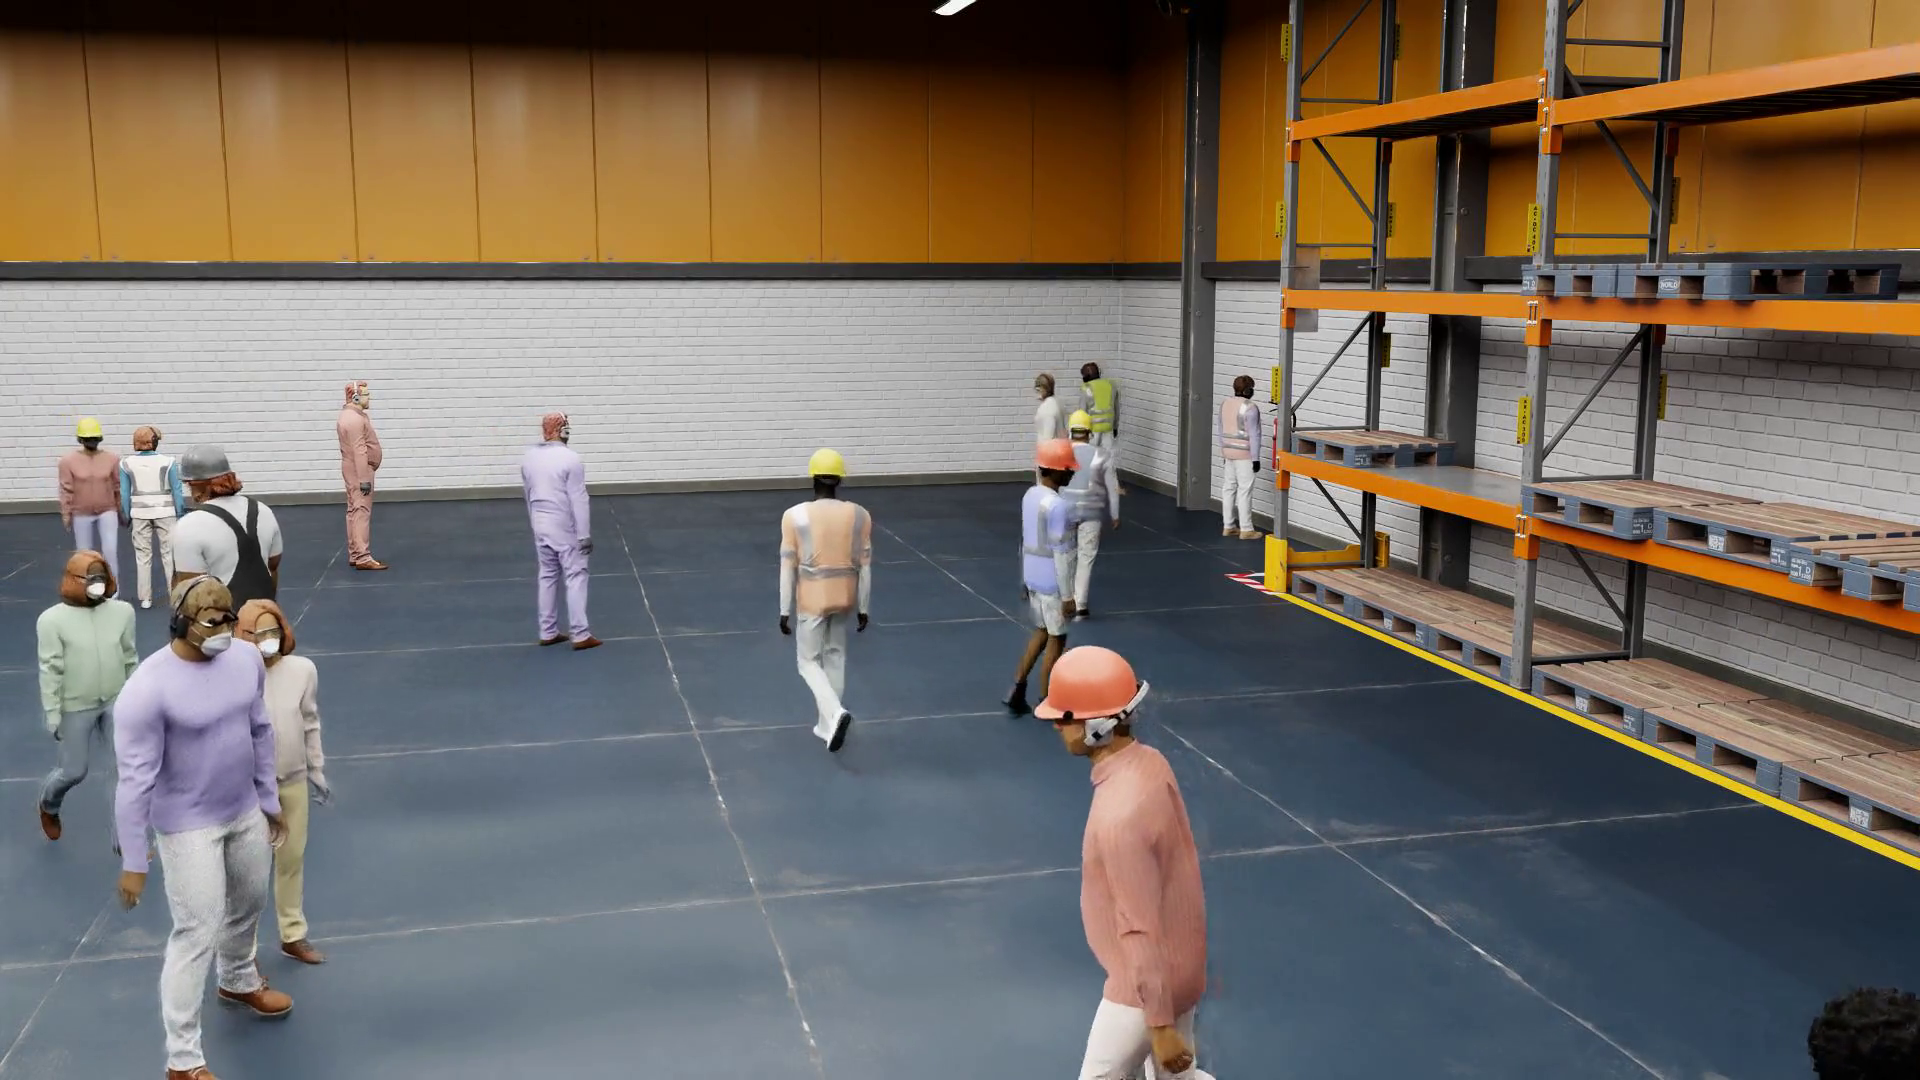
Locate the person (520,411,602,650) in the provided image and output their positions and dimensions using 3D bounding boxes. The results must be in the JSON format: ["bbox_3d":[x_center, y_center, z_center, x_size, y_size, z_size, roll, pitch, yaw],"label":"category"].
[{"bbox_3d":[-3.180,-0.075,13.238,0.665,1.900,0.402,6,11,32],"label":"person"}]

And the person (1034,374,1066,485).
[{"bbox_3d":[1.020,-0.901,18.446,0.358,1.893,0.844,3,9,15],"label":"person"}]

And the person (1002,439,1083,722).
[{"bbox_3d":[0.544,0.287,11.015,0.496,1.907,0.621,-3,10,-19],"label":"person"}]

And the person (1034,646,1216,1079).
[{"bbox_3d":[0.650,1.256,4.817,0.899,1.945,0.639,3,9,15],"label":"person"}]

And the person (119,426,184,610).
[{"bbox_3d":[-7.166,-0.193,14.781,0.512,1.638,0.312,-2,9,-13],"label":"person"}]

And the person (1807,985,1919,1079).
[{"bbox_3d":[1.627,1.643,3.228,0.837,1.668,0.528,7,12,38],"label":"person"}]

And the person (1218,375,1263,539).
[{"bbox_3d":[3.185,-0.932,18.785,0.429,1.847,0.631,-5,10,-30],"label":"person"}]

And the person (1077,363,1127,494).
[{"bbox_3d":[1.907,-1.477,22.328,0.819,1.806,0.429,-4,10,-25],"label":"person"}]

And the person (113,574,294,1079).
[{"bbox_3d":[-2.814,1.051,6.207,0.565,1.908,0.841,3,10,18],"label":"person"}]

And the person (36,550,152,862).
[{"bbox_3d":[-4.460,0.834,8.482,0.696,1.610,0.503,7,11,37],"label":"person"}]

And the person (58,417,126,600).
[{"bbox_3d":[-7.750,-0.256,14.861,0.550,1.733,0.685,-6,11,-32],"label":"person"}]

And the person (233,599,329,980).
[{"bbox_3d":[-2.927,1.048,7.045,0.265,1.632,0.507,7,12,39],"label":"person"}]

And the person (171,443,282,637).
[{"bbox_3d":[-4.240,0.443,9.554,0.555,2.000,0.715,4,10,21],"label":"person"}]

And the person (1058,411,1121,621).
[{"bbox_3d":[1.096,-0.230,14.549,0.614,1.790,0.897,3,10,21],"label":"person"}]

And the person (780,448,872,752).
[{"bbox_3d":[-0.815,0.381,10.358,0.596,1.904,0.681,-4,10,-25],"label":"person"}]

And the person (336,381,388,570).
[{"bbox_3d":[-6.042,-0.650,16.799,0.409,1.909,0.641,-5,10,-29],"label":"person"}]
